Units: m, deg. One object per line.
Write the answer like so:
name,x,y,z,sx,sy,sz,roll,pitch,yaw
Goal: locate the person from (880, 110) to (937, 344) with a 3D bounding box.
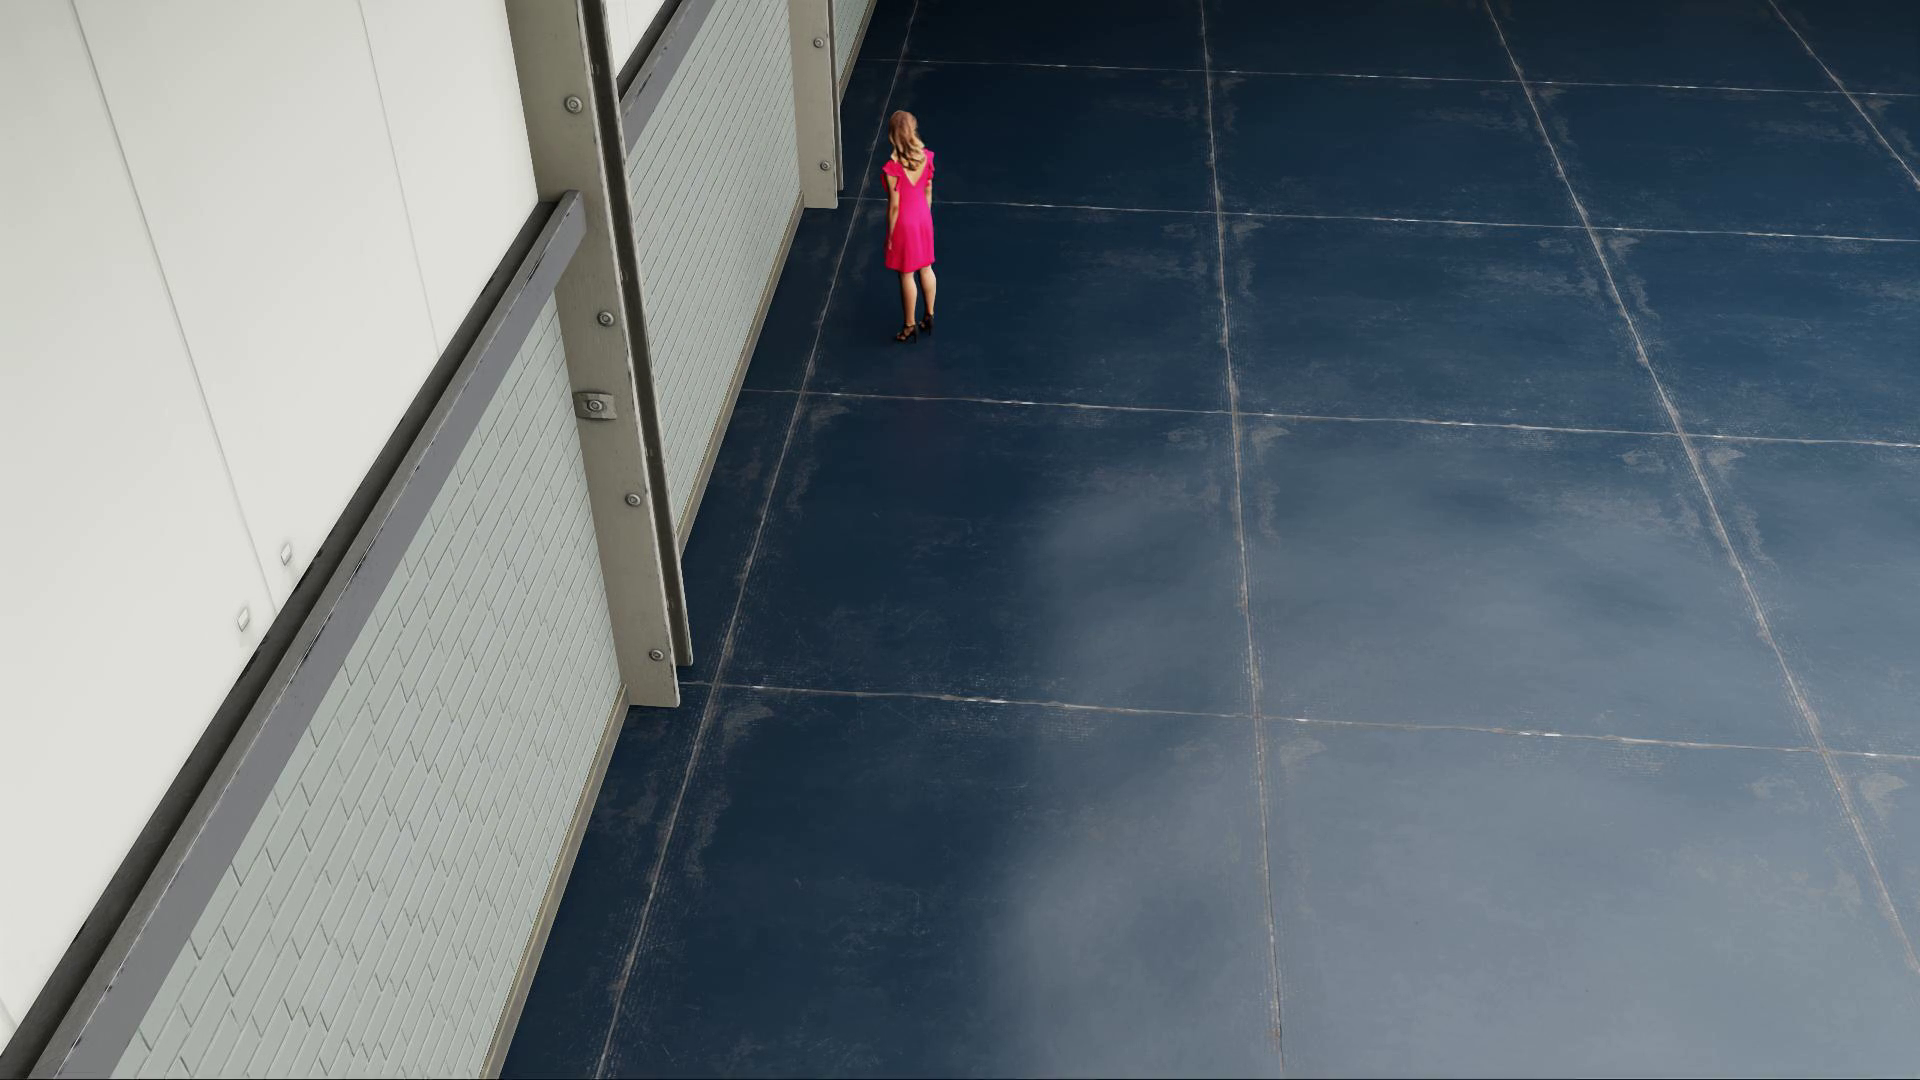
person,-0.347,-2.200,11.726,0.660,1.727,0.723,-28,46,-31
